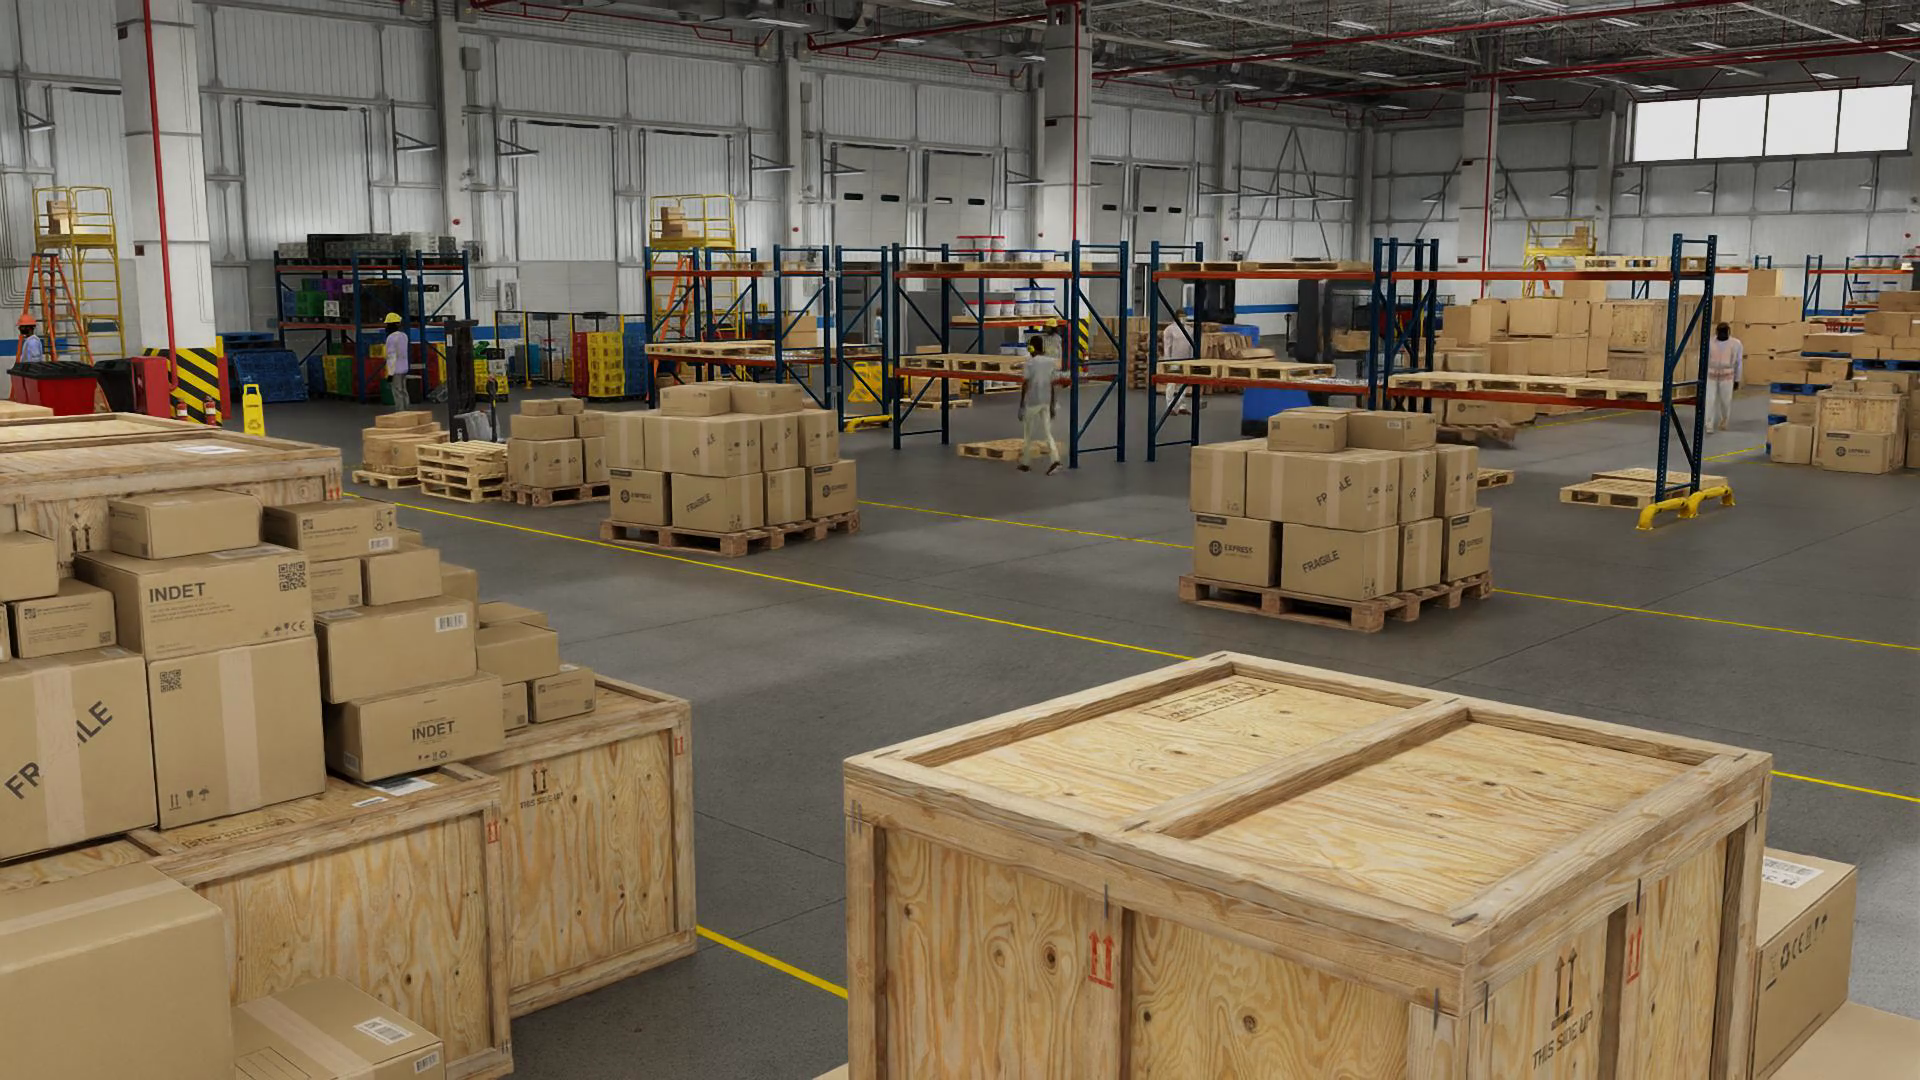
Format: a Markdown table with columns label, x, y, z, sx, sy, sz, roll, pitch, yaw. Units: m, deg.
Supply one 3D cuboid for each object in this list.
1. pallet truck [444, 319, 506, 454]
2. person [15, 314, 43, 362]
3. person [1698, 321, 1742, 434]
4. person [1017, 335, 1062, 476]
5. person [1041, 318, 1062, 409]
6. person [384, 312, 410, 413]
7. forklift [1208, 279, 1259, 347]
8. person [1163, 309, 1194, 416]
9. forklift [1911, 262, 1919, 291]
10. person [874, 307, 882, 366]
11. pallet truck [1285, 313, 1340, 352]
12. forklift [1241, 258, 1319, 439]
| label | x | y | z | sx | sy | sz | roll | pitch | yaw |
| --- | --- | --- | --- | --- | --- | --- | --- | --- | --- |
| pallet truck | -6.981 | -1.942 | 22.150 | 1.885 | 1.965 | 0.823 | 1 | 9 | 9 |
| person | -14.780 | -2.619 | 26.484 | 0.362 | 1.938 | 0.545 | -6 | 11 | -33 |
| person | 12.197 | -2.600 | 26.728 | 0.632 | 1.830 | 0.434 | 4 | 10 | 24 |
| person | 1.024 | -1.742 | 21.527 | 0.600 | 1.812 | 0.965 | -4 | 10 | -23 |
| person | 1.722 | -3.330 | 31.478 | 0.486 | 1.735 | 0.330 | -5 | 10 | -27 |
| person | -9.467 | -2.850 | 27.930 | 0.370 | 1.925 | 0.594 | 1 | 9 | 5 |
| forklift | 7.279 | -6.285 | 46.080 | 1.873 | 2.768 | 1.129 | 9 | 13 | 43 |
| person | 3.980 | -3.222 | 30.178 | 0.631 | 1.940 | 0.372 | -5 | 10 | -28 |
| forklift | 22.867 | -5.201 | 39.432 | 1.129 | 2.768 | 1.873 | -5 | 11 | -29 |
| person | -2.144 | -5.385 | 44.387 | 0.320 | 1.632 | 0.524 | 0 | 9 | -2 |
| pallet truck | 11.297 | -6.951 | 52.861 | 1.885 | 1.965 | 0.823 | -5 | 11 | -29 |
| forklift | 5.374 | -2.996 | 25.916 | 1.873 | 2.768 | 1.129 | 2 | 9 | 11 |
